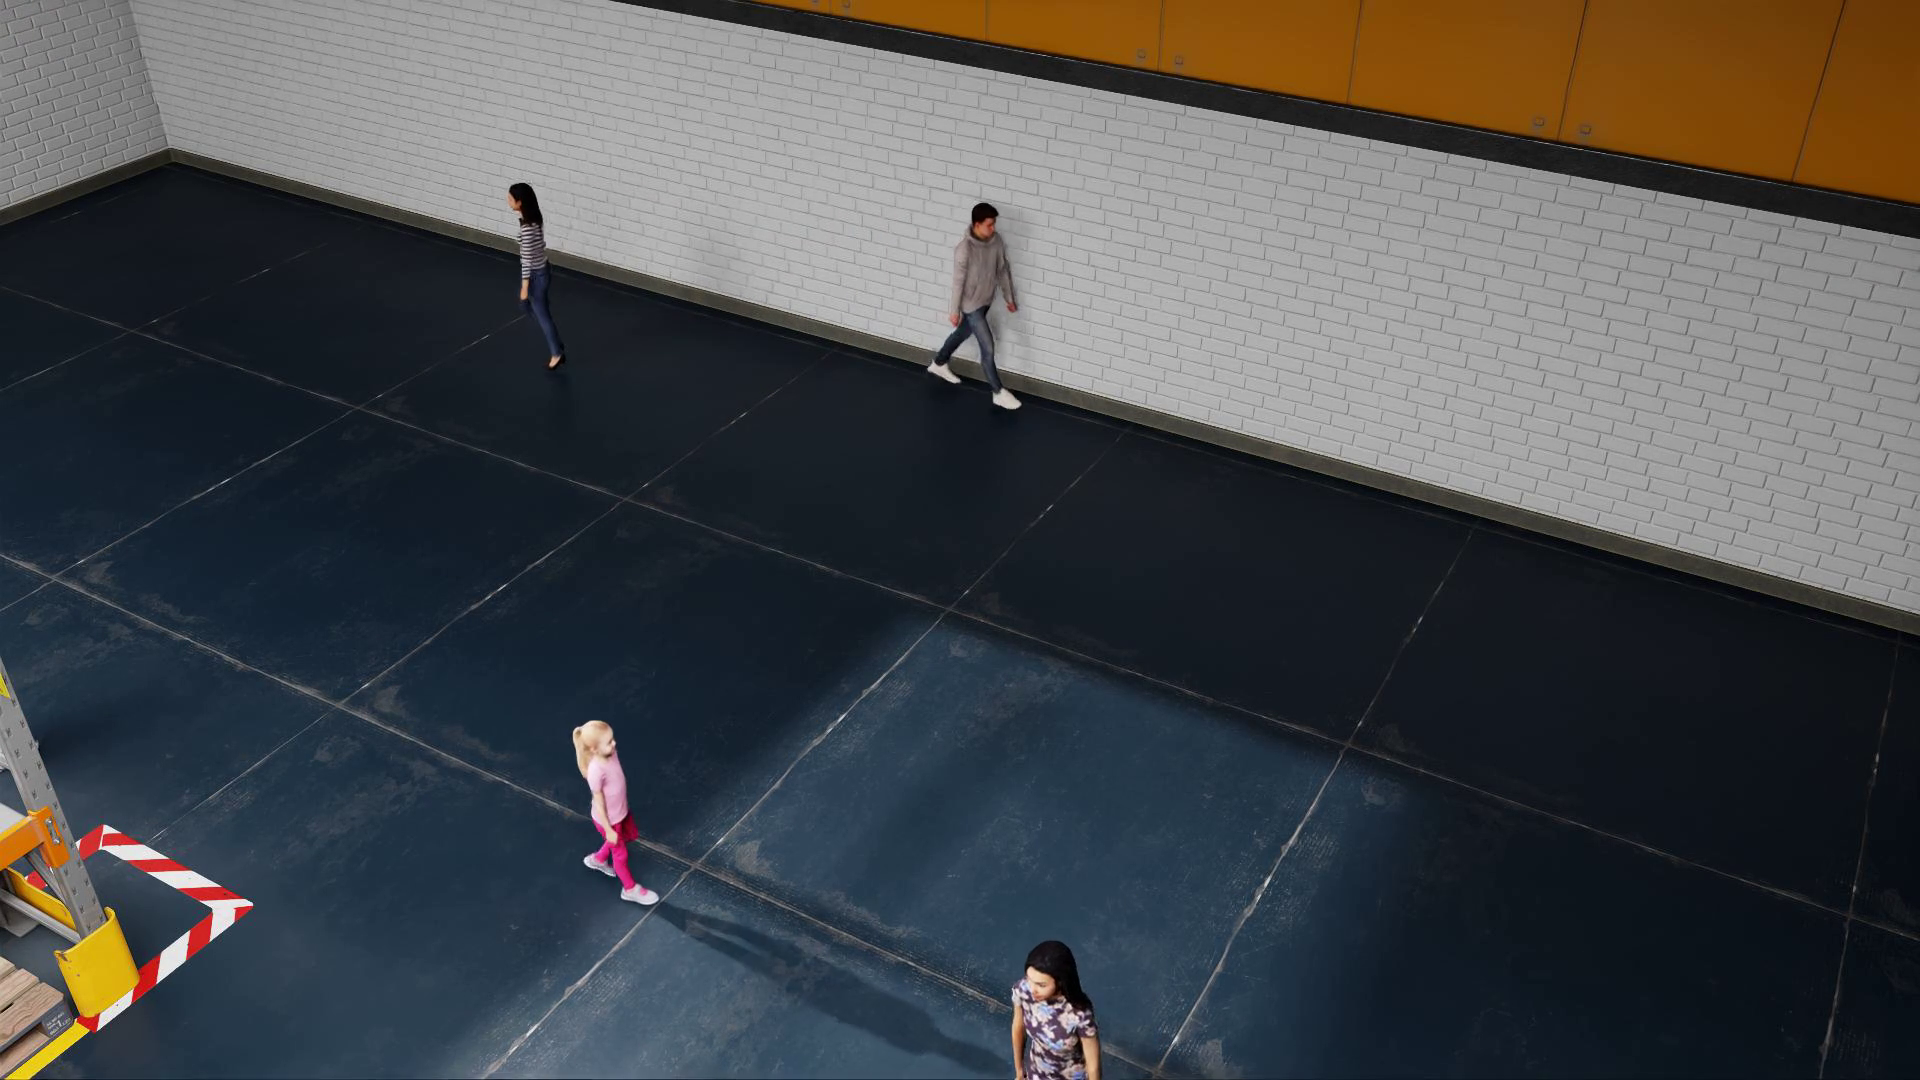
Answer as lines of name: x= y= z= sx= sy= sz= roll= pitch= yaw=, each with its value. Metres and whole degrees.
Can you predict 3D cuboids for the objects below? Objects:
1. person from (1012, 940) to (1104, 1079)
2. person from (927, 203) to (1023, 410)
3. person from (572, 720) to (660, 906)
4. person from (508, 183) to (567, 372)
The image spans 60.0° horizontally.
person: x=0.502 y=2.424 z=7.613 sx=0.652 sy=1.718 sz=0.700 roll=20 pitch=39 yaw=27
person: x=0.058 y=-2.050 z=14.268 sx=0.840 sy=1.802 sz=1.226 roll=22 pitch=40 yaw=30
person: x=-2.003 y=1.525 z=9.375 sx=0.688 sy=1.265 sz=0.707 roll=6 pitch=34 yaw=9
person: x=-3.625 y=-2.283 z=14.634 sx=0.754 sy=1.785 sz=0.680 roll=-4 pitch=34 yaw=-6
